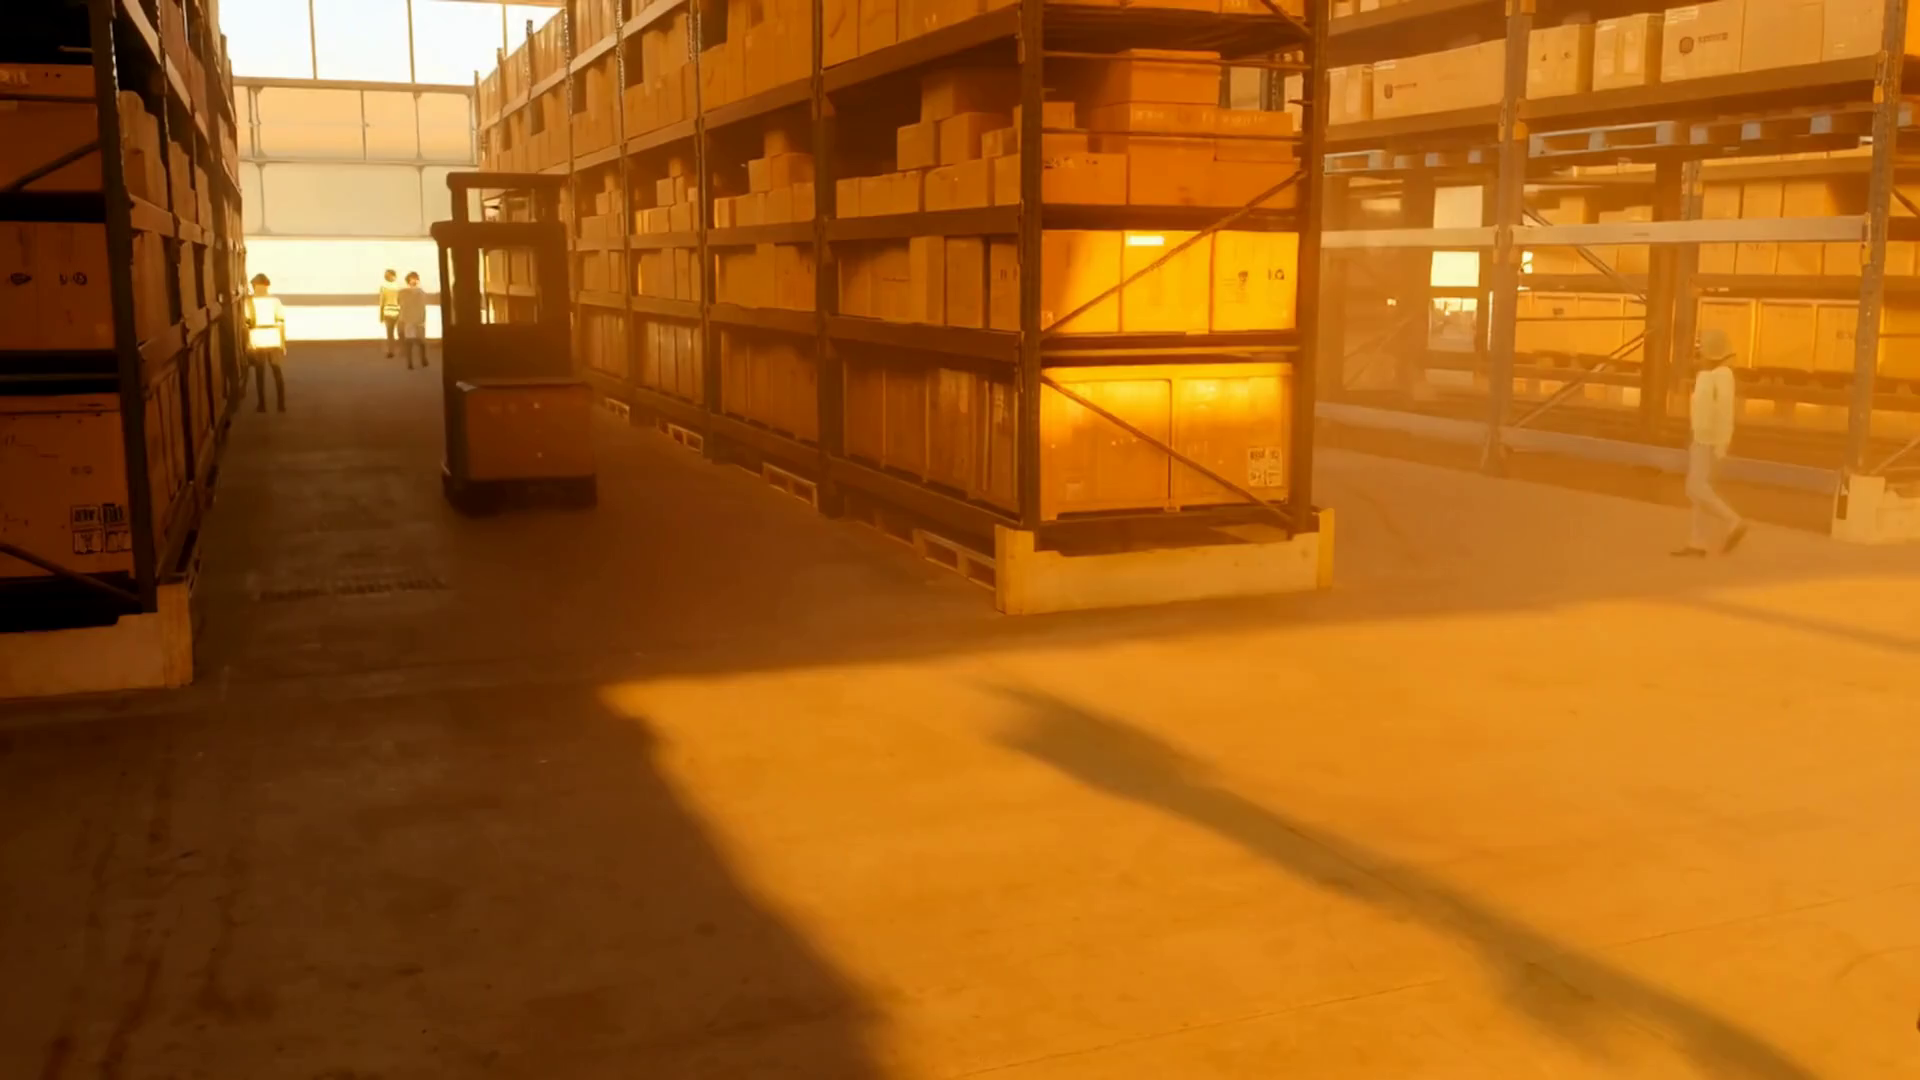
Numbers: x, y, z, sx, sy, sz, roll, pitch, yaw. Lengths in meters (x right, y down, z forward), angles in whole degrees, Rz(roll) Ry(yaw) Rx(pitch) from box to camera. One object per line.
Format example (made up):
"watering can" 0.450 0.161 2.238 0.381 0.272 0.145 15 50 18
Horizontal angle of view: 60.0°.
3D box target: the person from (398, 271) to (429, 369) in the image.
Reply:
"person" -10.725 -4.315 32.662 0.571 1.884 0.971 -1 10 -6

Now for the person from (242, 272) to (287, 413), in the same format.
"person" -9.596 -2.718 22.960 0.548 1.936 0.378 -5 11 -28

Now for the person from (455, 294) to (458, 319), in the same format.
"person" -10.838 -4.891 36.496 0.534 1.767 0.317 6 11 32

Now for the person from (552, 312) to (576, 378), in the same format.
"person" -4.426 -1.790 18.396 0.752 1.588 0.550 9 13 43

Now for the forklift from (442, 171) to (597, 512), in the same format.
"forklift" -3.839 -1.736 14.261 1.129 2.768 1.873 -4 10 -22

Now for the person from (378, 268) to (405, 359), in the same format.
"person" -12.289 -4.897 35.996 0.639 1.943 0.415 -8 13 -41

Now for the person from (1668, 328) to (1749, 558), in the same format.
"person" 5.216 -0.655 11.541 0.416 1.617 0.517 1 9 3
